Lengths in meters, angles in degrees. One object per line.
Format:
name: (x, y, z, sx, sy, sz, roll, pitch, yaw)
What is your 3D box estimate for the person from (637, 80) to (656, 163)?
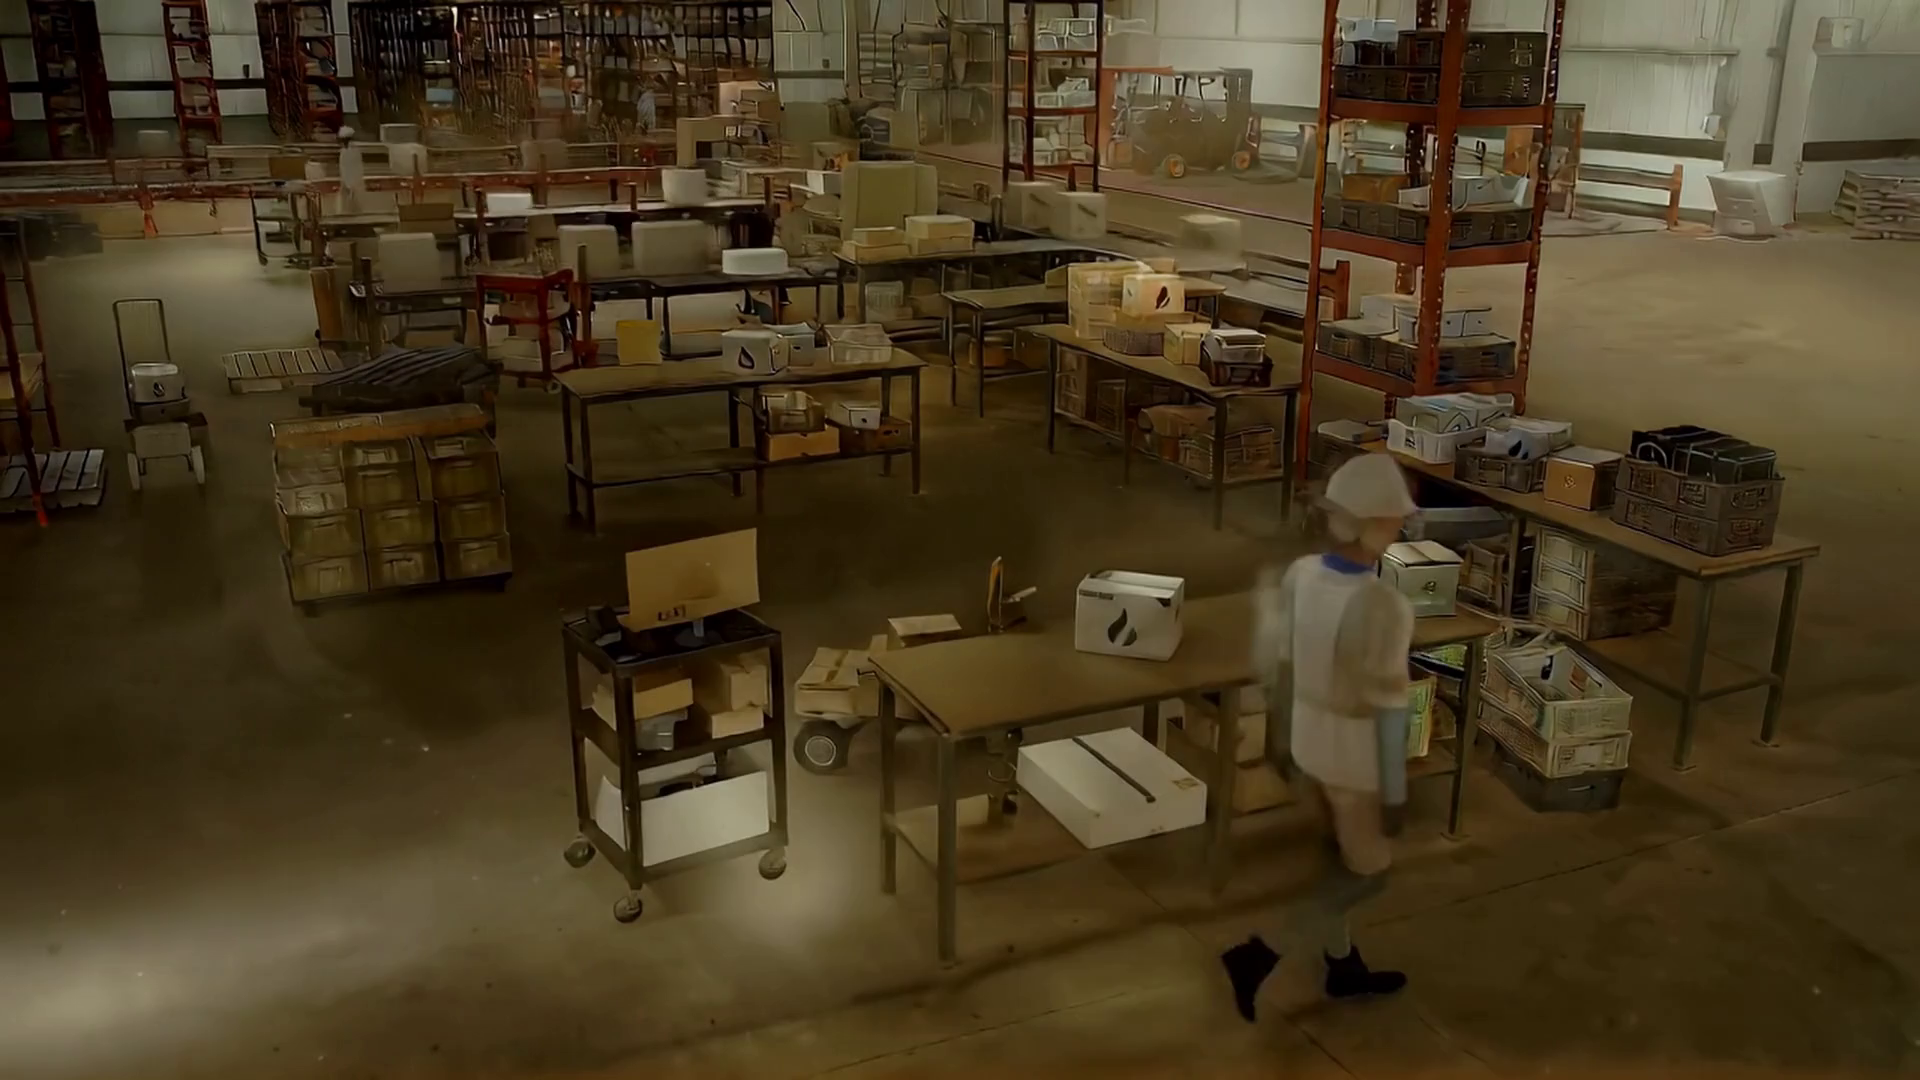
person: (-7.028, -9.343, 37.349, 0.410, 1.908, 0.643, -6, 19, -19)

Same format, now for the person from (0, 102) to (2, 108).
person: (-27.999, -12.817, 48.387, 0.389, 1.847, 0.566, 0, 18, 0)

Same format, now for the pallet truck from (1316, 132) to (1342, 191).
pallet truck: (7.723, -7.504, 32.656, 1.601, 1.201, 0.680, -8, 19, -23)

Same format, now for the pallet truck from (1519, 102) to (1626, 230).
pallet truck: (9.972, -6.037, 26.785, 1.885, 1.965, 0.823, -9, 20, -25)

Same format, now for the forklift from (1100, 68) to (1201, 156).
forklift: (4.082, -9.564, 37.410, 2.680, 1.987, 1.157, -8, 19, -23)

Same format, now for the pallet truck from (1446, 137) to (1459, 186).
pallet truck: (9.184, -6.485, 29.328, 1.630, 1.274, 0.653, -8, 19, -23)

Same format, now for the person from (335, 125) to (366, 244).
person: (-9.095, -5.295, 24.828, 0.544, 1.753, 0.364, 13, 22, 35)

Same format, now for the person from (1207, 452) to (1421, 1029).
person: (1.213, 0.704, 5.505, 0.759, 2.028, 0.618, -6, 18, -17)

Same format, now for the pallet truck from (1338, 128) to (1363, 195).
pallet truck: (7.845, -7.140, 31.411, 1.522, 1.261, 0.704, -9, 20, -25)

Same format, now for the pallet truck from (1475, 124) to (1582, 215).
pallet truck: (9.707, -6.455, 28.103, 1.885, 1.965, 0.823, -7, 19, -20)

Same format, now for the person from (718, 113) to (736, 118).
person: (-5.385, -9.614, 38.406, 0.915, 1.788, 0.607, -2, 18, -5)

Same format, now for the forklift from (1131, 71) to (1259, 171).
forklift: (4.998, -8.936, 35.413, 2.680, 1.987, 1.157, -9, 20, -25)
